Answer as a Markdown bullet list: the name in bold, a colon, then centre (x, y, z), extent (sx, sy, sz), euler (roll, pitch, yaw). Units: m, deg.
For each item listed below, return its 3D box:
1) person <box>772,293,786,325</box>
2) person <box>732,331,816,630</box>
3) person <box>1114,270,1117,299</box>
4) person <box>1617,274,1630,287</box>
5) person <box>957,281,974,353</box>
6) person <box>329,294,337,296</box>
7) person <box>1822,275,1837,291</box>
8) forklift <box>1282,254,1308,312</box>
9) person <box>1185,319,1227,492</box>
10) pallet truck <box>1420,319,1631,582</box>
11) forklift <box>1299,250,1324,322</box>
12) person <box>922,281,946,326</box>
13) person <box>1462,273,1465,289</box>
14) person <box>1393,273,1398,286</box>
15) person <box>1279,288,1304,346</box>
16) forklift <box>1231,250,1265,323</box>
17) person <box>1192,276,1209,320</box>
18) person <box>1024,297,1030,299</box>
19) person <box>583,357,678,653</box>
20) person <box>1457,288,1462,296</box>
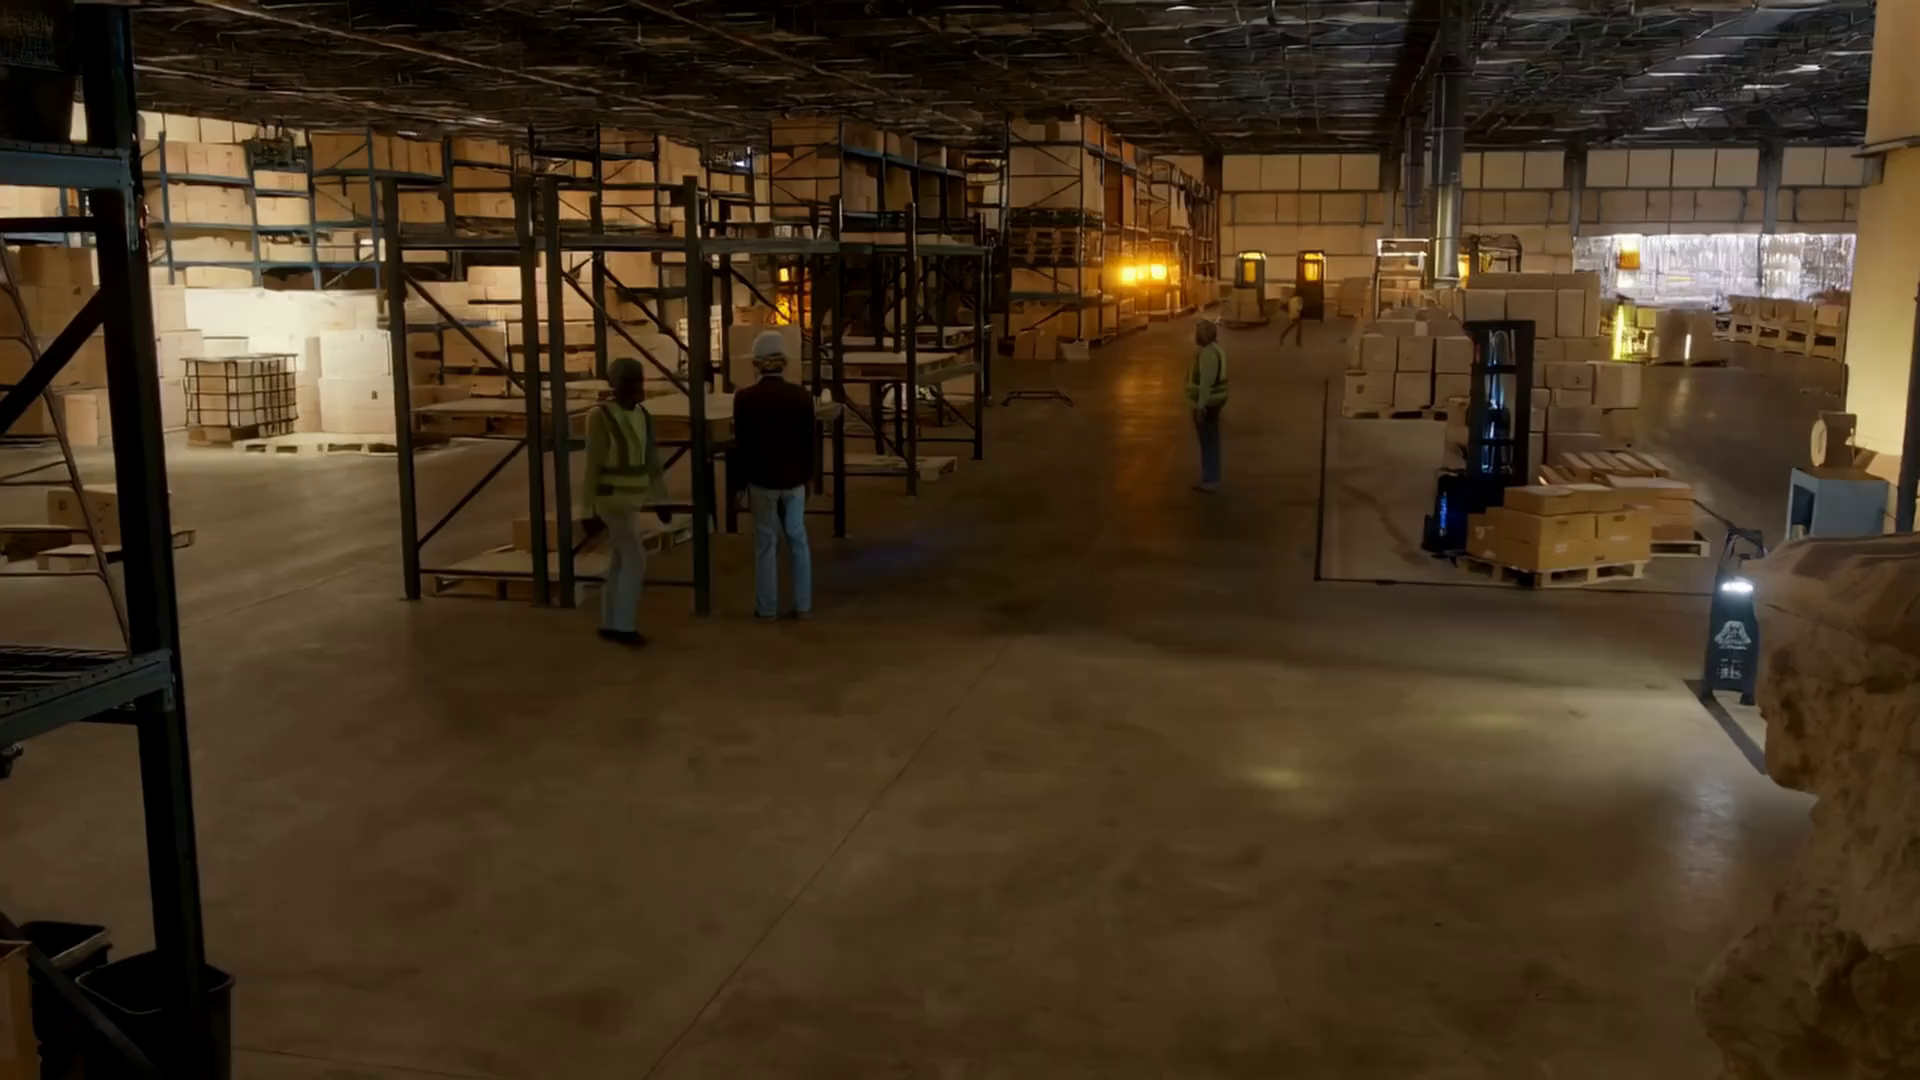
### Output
- **person**: centre (-4.231, -4.920, 38.838), extent (0.320, 1.697, 0.531), euler (0, 10, 2)
- **person**: centre (-1.256, -0.395, 11.162), extent (0.612, 1.994, 0.394), euler (-7, 12, -34)
- **person**: centre (9.137, -14.745, 96.351), extent (0.404, 1.922, 0.577), euler (4, 10, 20)
- **person**: centre (28.826, -10.650, 72.326), extent (0.566, 1.846, 0.389), euler (-2, 10, -10)
- **person**: centre (0.197, -5.936, 44.236), extent (0.550, 1.920, 0.675), euler (1, 10, 7)
- **person**: centre (-19.746, -7.172, 52.436), extent (0.513, 1.606, 0.805), euler (3, 10, 17)
- **person**: centre (39.317, -11.108, 75.241), extent (0.617, 1.787, 0.942), euler (1, 10, 8)
- **forklift**: centre (16.015, -12.042, 77.513), extent (1.873, 2.768, 1.129), euler (2, 10, 12)
- **person**: centre (2.618, -1.430, 17.747), extent (0.429, 1.841, 0.634), euler (3, 10, 19)
- **pallet truck**: centre (4.543, -0.757, 13.299), extent (0.823, 1.965, 1.885), euler (-4, 10, -22)
- **forklift**: centre (13.778, -10.002, 65.433), extent (1.129, 2.768, 1.873), euler (2, 10, 12)
- **person**: centre (-0.728, -6.089, 45.187), extent (0.655, 1.887, 0.721), euler (3, 10, 19)
- **person**: centre (20.160, -9.676, 66.316), extent (0.448, 1.930, 0.599), euler (7, 12, 36)
- **person**: centre (23.071, -13.275, 88.214), extent (0.485, 1.735, 0.346), euler (-7, 12, -37)
- **person**: centre (9.477, -6.359, 47.464), extent (0.788, 1.673, 0.540), euler (-6, 11, -30)
- **forklift**: centre (10.787, -9.416, 61.967), extent (1.129, 2.768, 1.873), euler (3, 10, 15)
- **person**: centre (9.292, -9.276, 64.213), extent (0.621, 1.852, 0.977), euler (-2, 10, -13)
- **person**: centre (2.823, -9.489, 65.632), extent (0.572, 1.781, 1.001), euler (1, 10, 4)
- **person**: centre (-2.079, -0.217, 10.506), extent (0.622, 1.862, 0.612), euler (3, 10, 17)
- **person**: centre (19.759, -9.480, 65.963), extent (0.640, 1.656, 0.547), euler (-8, 12, -39)
